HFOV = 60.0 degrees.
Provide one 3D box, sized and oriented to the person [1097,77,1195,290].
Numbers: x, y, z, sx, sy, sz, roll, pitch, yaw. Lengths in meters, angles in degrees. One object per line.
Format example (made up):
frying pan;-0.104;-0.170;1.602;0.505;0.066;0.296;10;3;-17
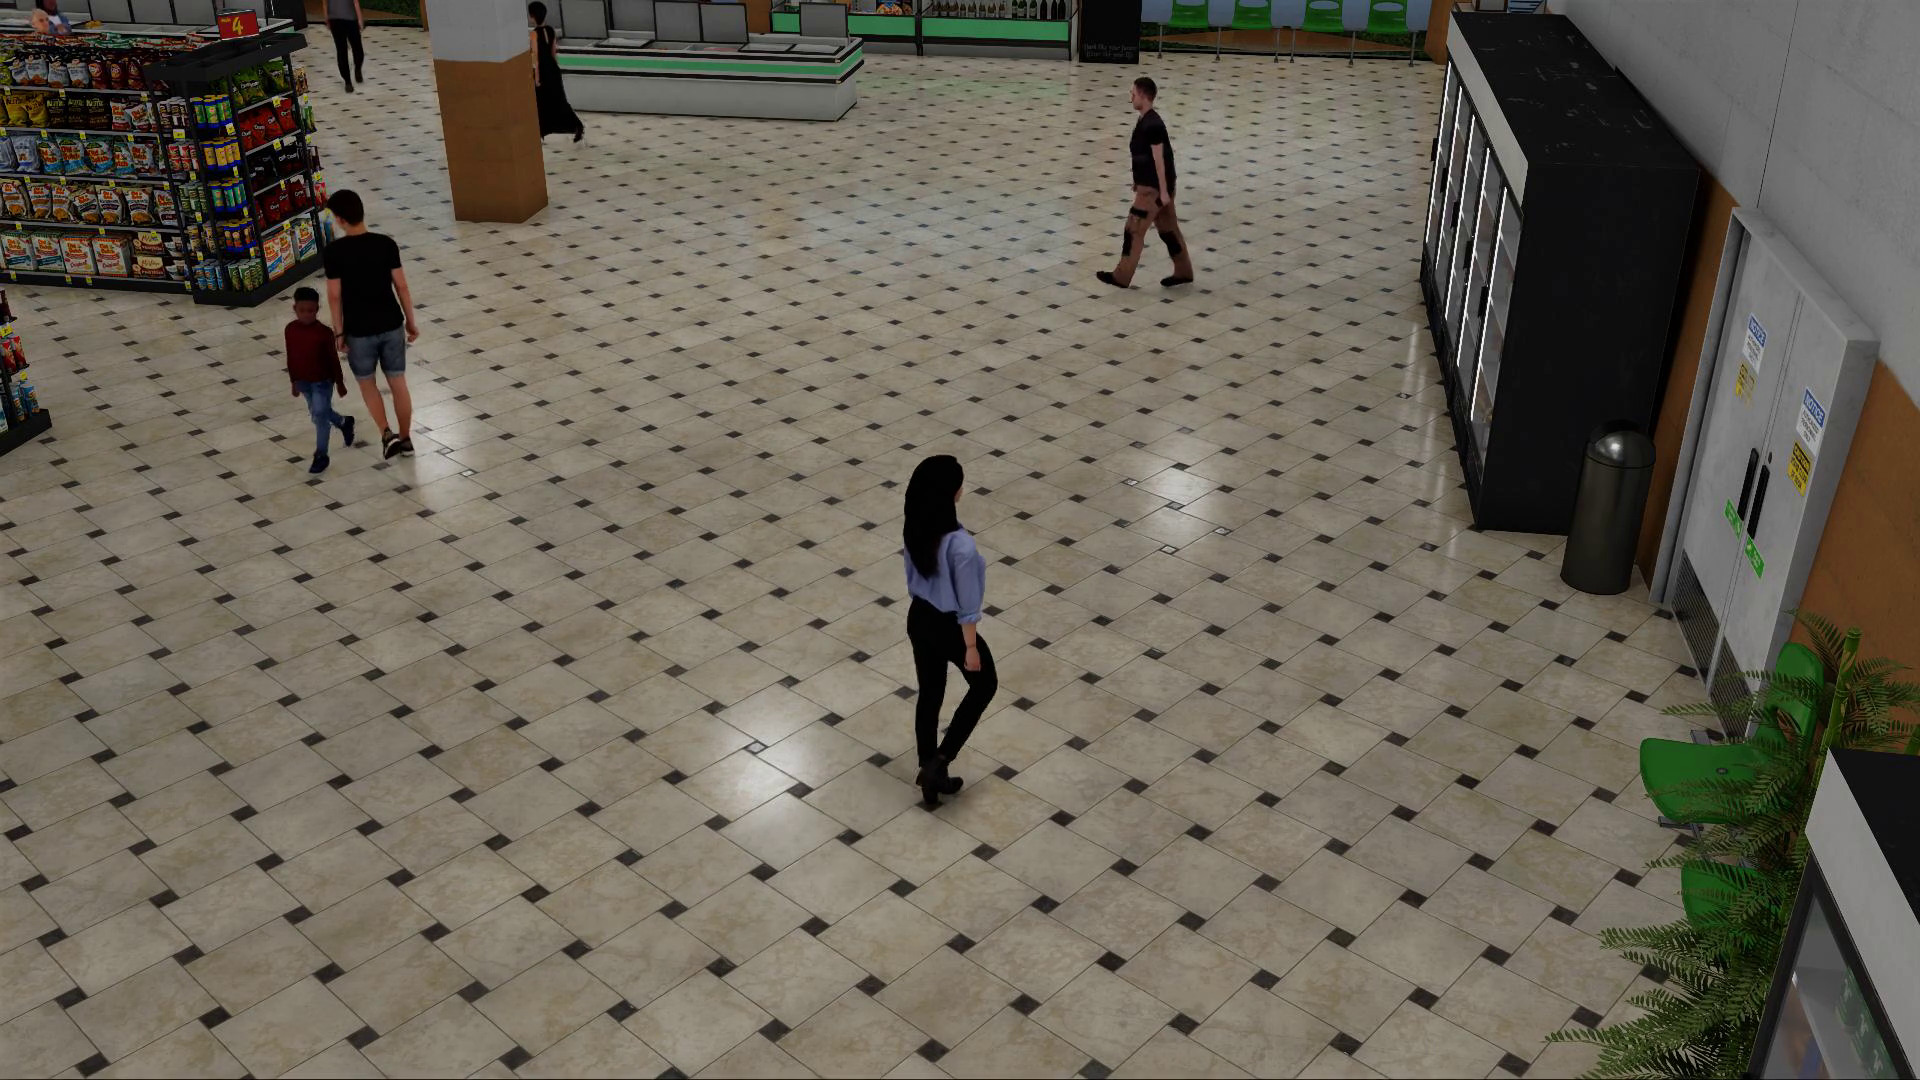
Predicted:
person;1.761;-2.995;14.158;1.106;1.795;0.763;-1;27;-2

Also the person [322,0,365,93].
person;-8.029;-6.773;21.683;1.096;1.727;1.047;-11;29;-21

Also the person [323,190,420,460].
person;-3.824;-1.356;10.882;0.963;1.836;1.015;-14;30;-26

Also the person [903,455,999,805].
person;-0.141;0.457;7.416;0.851;1.737;0.770;-22;34;-37

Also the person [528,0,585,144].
person;-4.616;-5.252;18.857;1.088;1.570;0.826;16;31;28

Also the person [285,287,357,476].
person;-4.241;-1.092;11.034;0.793;1.227;0.618;9;28;16
